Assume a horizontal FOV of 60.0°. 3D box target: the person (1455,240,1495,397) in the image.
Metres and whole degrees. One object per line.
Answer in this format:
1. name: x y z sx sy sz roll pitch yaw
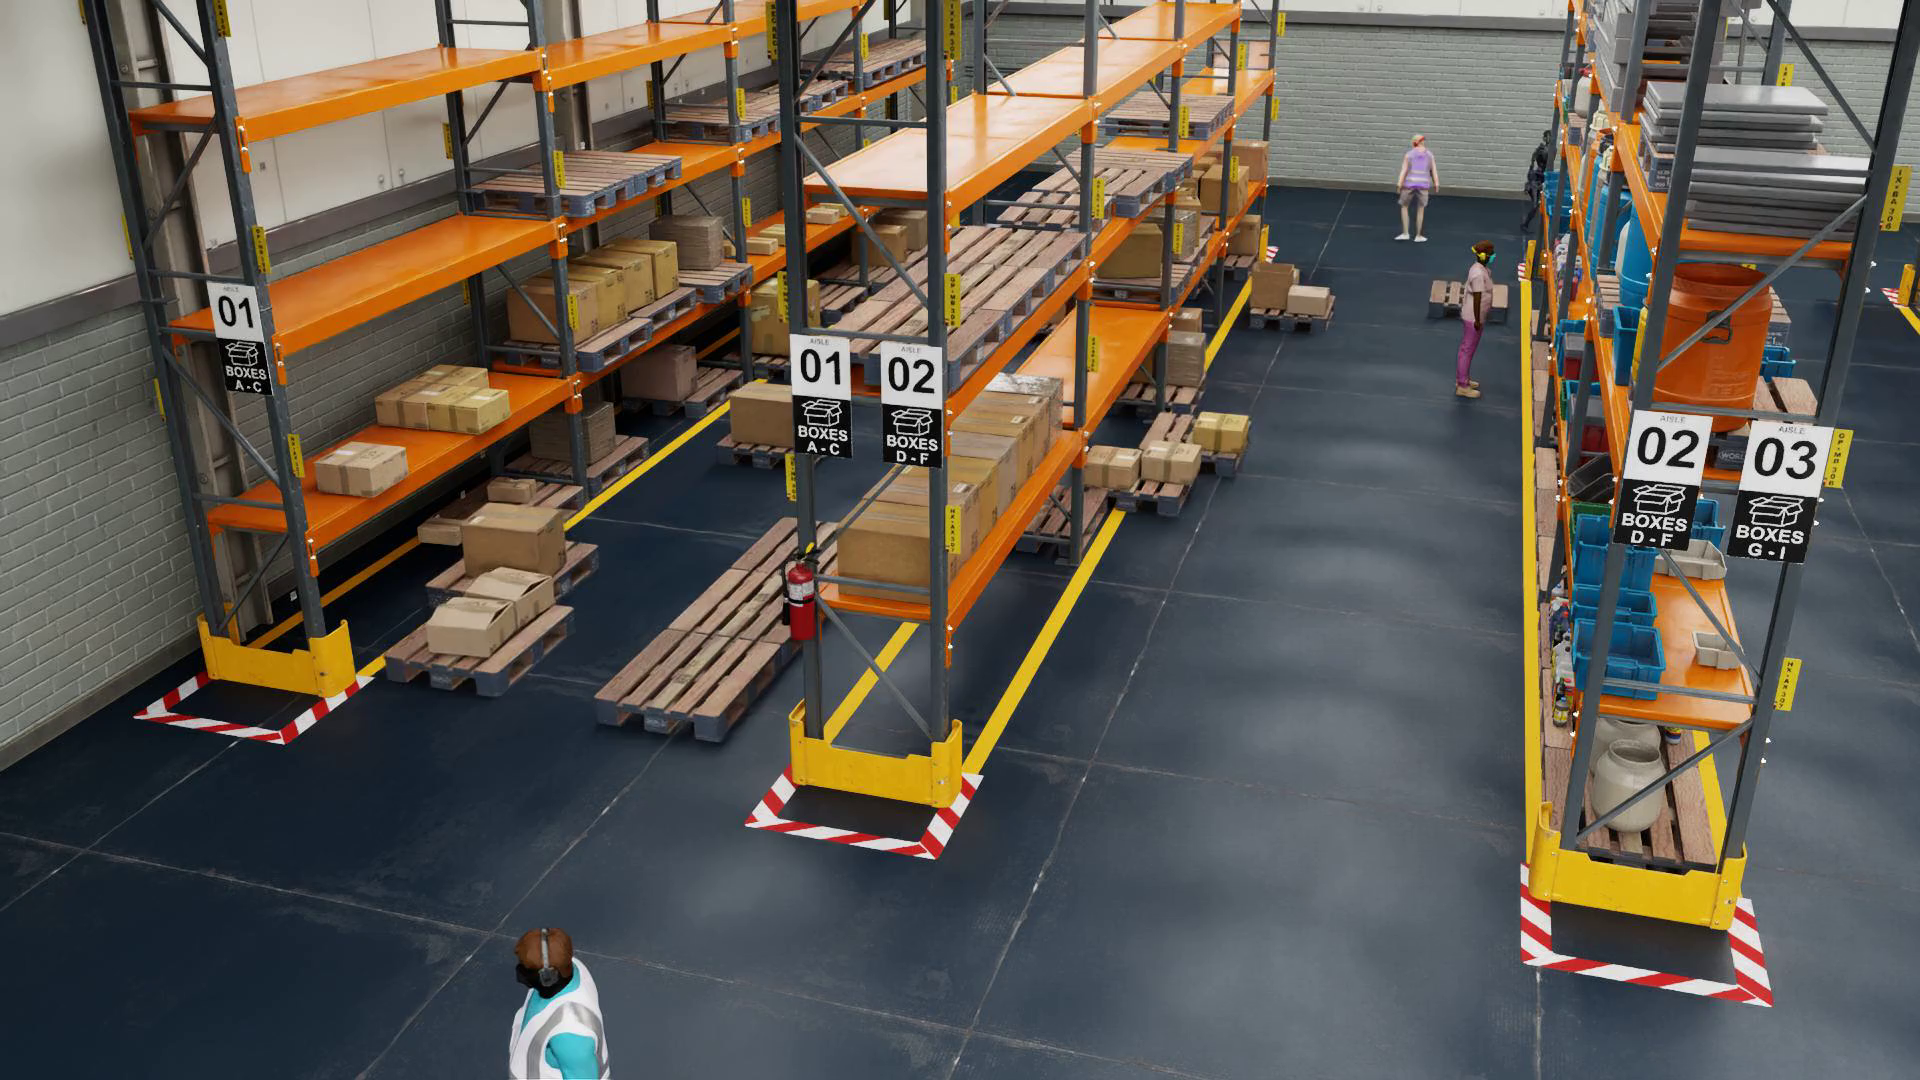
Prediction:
1. person: 5.950 -2.564 19.185 0.328 1.800 0.535 6 24 13

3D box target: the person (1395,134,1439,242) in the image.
1. person: 7.226 -5.540 26.242 0.647 1.681 0.371 3 24 7

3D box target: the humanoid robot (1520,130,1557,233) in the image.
1. humanoid robot: 9.311 -5.776 26.797 0.609 1.649 0.361 -14 27 -29

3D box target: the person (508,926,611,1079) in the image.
1. person: -1.764 2.500 7.390 0.429 1.841 0.634 -8 25 -18
